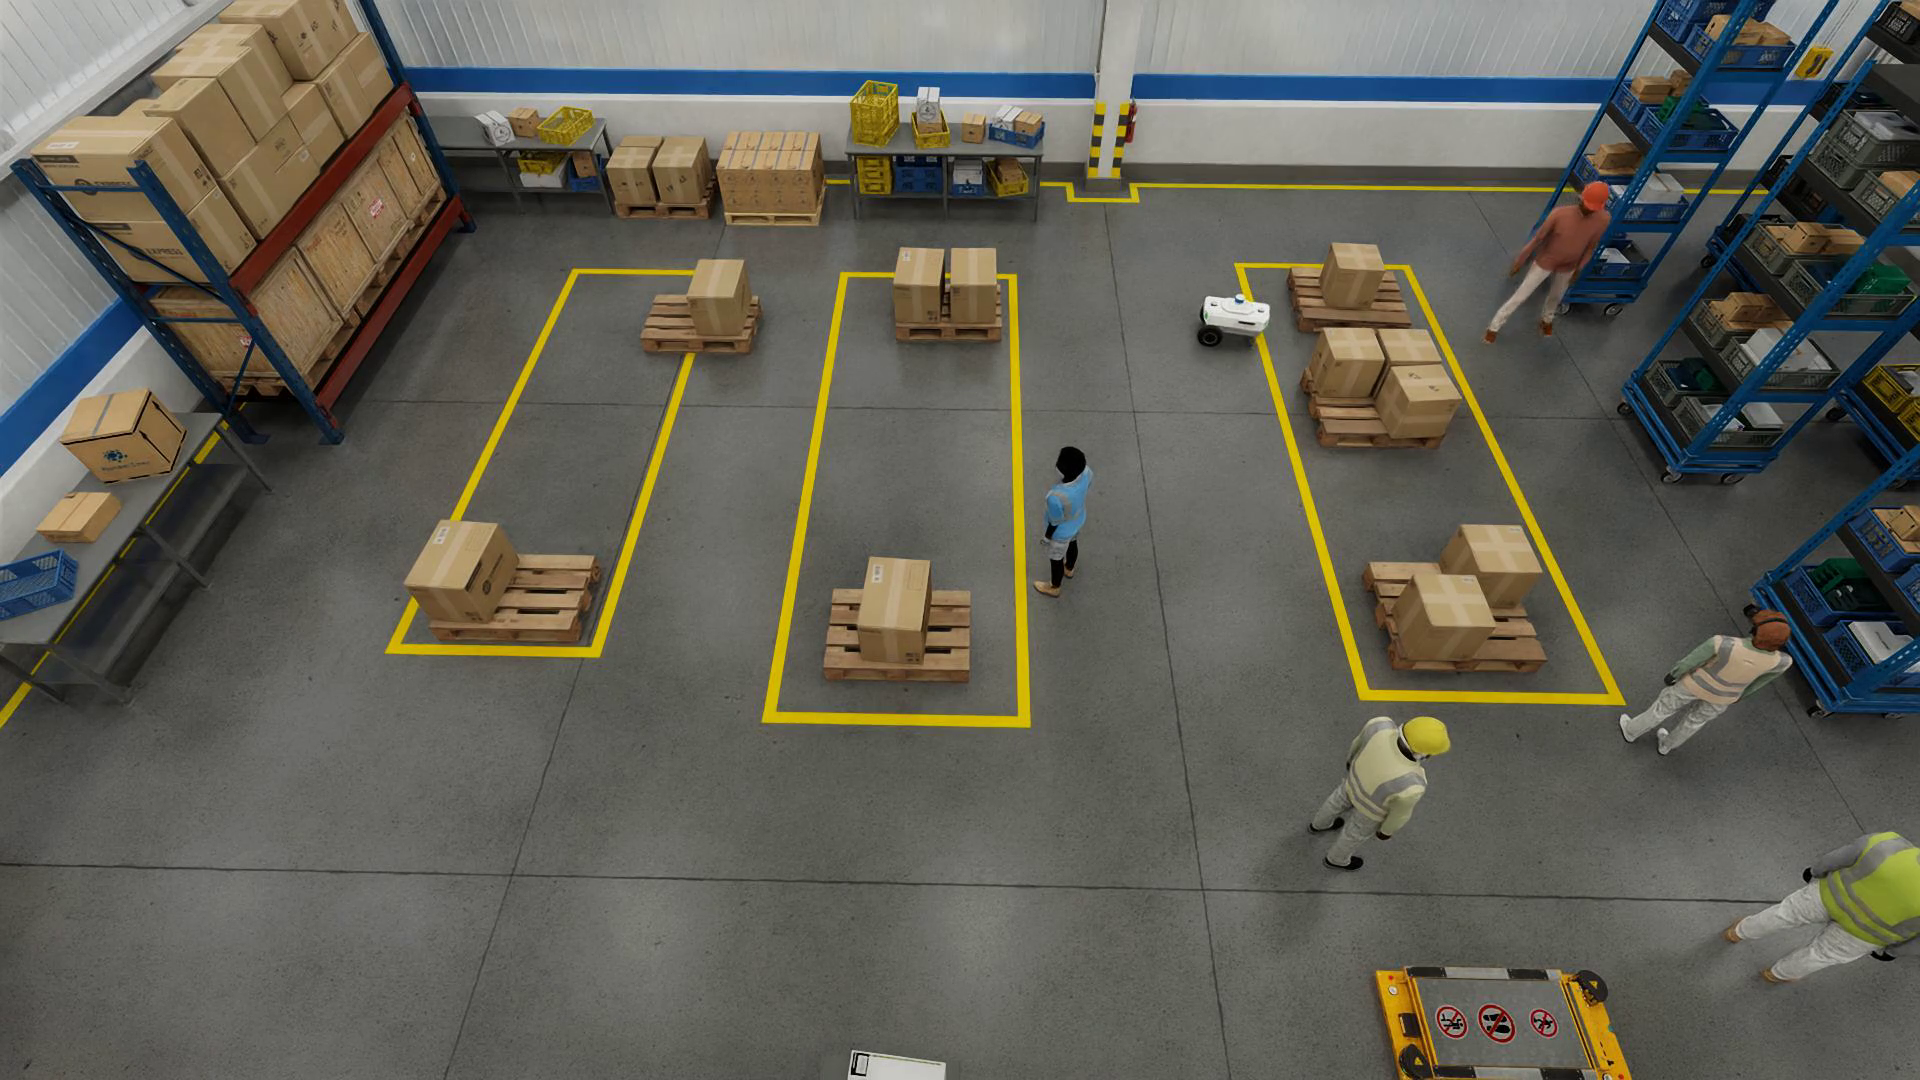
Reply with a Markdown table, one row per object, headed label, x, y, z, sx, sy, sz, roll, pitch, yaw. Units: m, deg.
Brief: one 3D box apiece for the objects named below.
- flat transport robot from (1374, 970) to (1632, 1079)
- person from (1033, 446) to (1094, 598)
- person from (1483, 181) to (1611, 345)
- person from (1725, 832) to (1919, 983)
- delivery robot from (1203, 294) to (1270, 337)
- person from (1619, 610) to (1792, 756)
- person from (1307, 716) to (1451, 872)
| label | x | y | z | sx | sy | sz | roll | pitch | yaw |
| --- | --- | --- | --- | --- | --- | --- | --- | --- | --- |
| flat transport robot | 3.501 | 3.133 | 5.914 | 1.431 | 0.197 | 0.652 | 1 | 51 | 1 |
| person | 0.866 | -0.148 | 7.673 | 0.318 | 1.699 | 0.535 | 30 | 57 | 22 |
| person | 6.397 | -2.969 | 9.824 | 0.817 | 1.947 | 0.575 | 7 | 51 | 5 |
| person | 5.509 | 2.262 | 5.617 | 0.429 | 1.846 | 0.628 | -16 | 53 | -13 |
| delivery robot | 3.095 | -2.527 | 10.288 | 0.707 | 0.478 | 0.477 | 10 | 52 | 8 |
| person | 5.473 | 1.075 | 6.720 | 0.514 | 1.634 | 0.313 | 19 | 53 | 15 |
| person | 2.767 | 1.674 | 6.105 | 0.403 | 1.827 | 0.600 | -7 | 51 | -5 |
